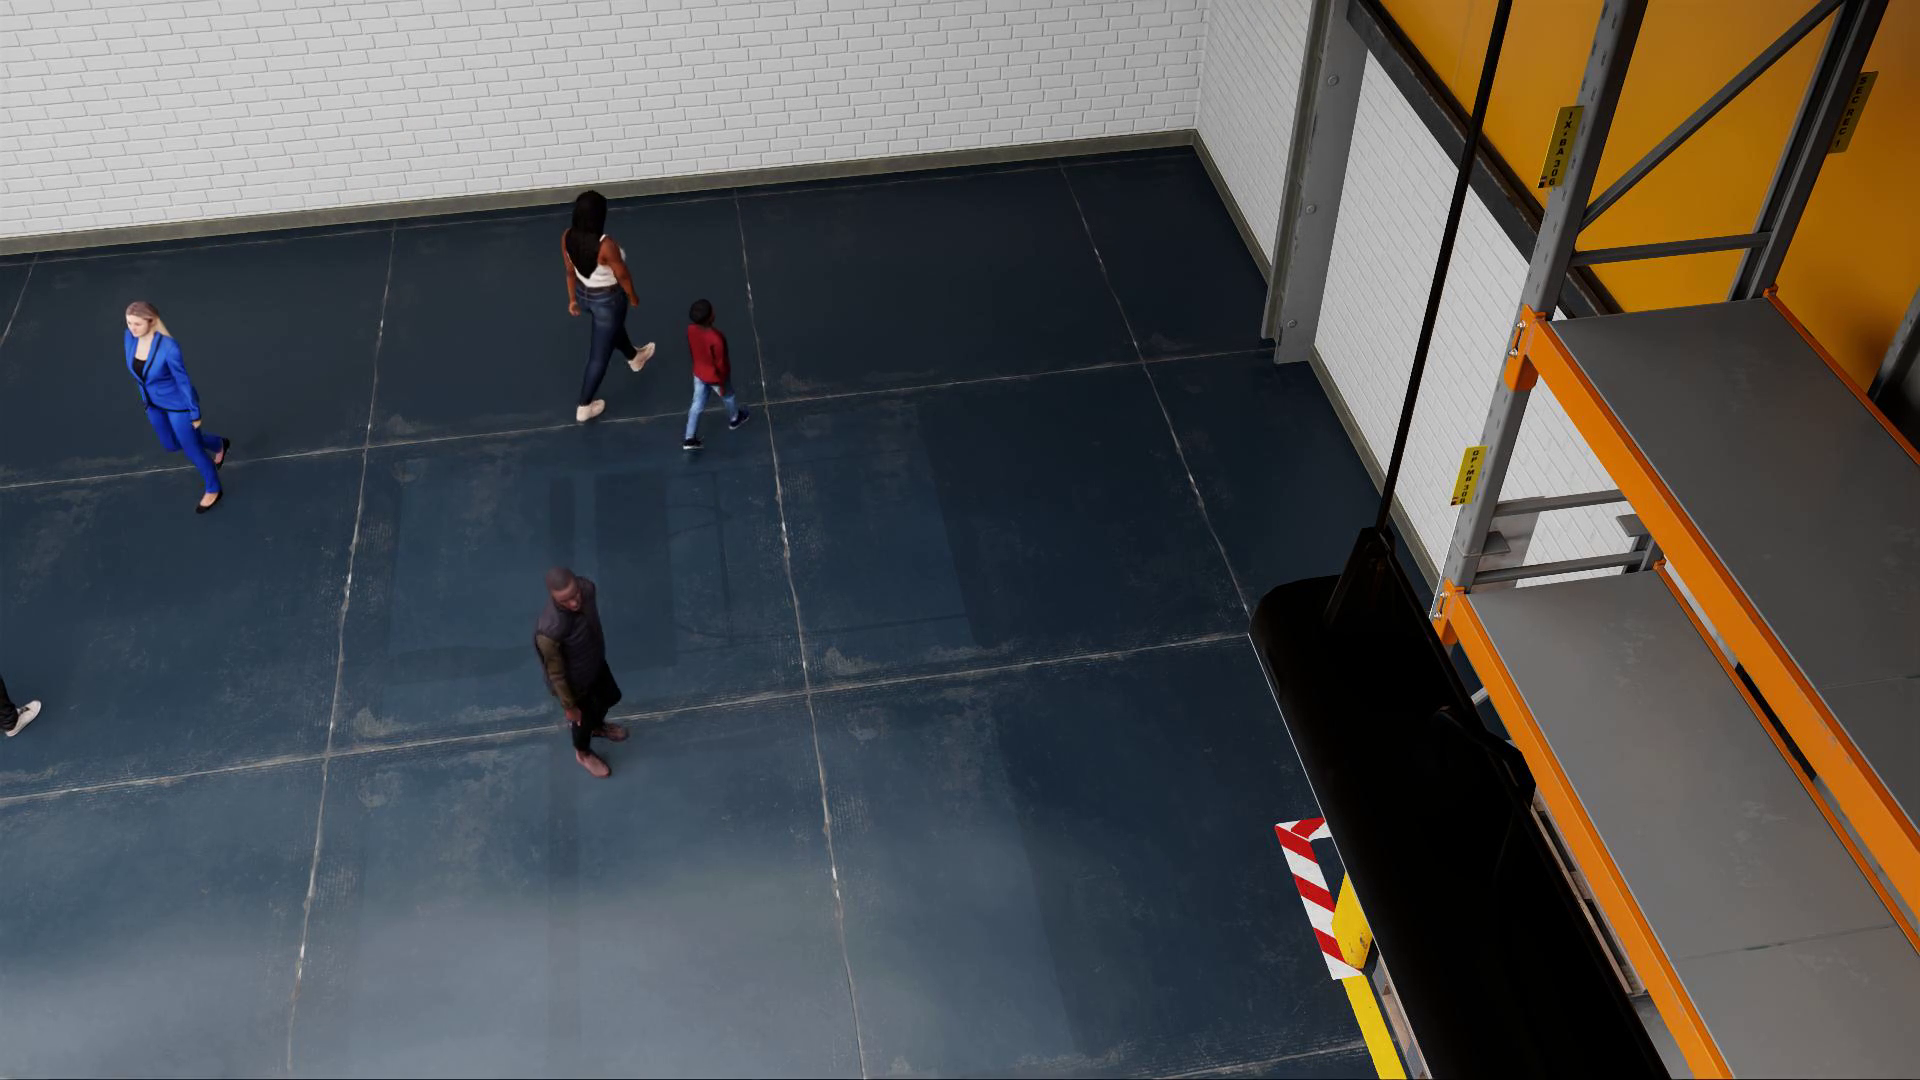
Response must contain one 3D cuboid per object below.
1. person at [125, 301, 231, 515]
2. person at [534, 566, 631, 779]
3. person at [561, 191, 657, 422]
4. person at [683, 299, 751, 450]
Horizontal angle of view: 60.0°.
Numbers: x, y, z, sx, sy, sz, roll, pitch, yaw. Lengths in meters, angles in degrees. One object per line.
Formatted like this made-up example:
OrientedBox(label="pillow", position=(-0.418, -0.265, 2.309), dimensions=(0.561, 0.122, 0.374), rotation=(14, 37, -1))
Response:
OrientedBox(label="person", position=(-5.400, -0.983, 11.545), dimensions=(0.837, 1.686, 0.920), rotation=(16, 46, 16))
OrientedBox(label="person", position=(-2.239, 0.740, 9.655), dimensions=(0.931, 1.799, 0.811), rotation=(5, 44, 5))
OrientedBox(label="person", position=(-2.689, -1.670, 12.218), dimensions=(1.179, 1.752, 1.214), rotation=(26, 49, 24))
OrientedBox(label="person", position=(-1.854, -1.175, 12.072), dimensions=(0.859, 1.237, 0.939), rotation=(23, 48, 22))
